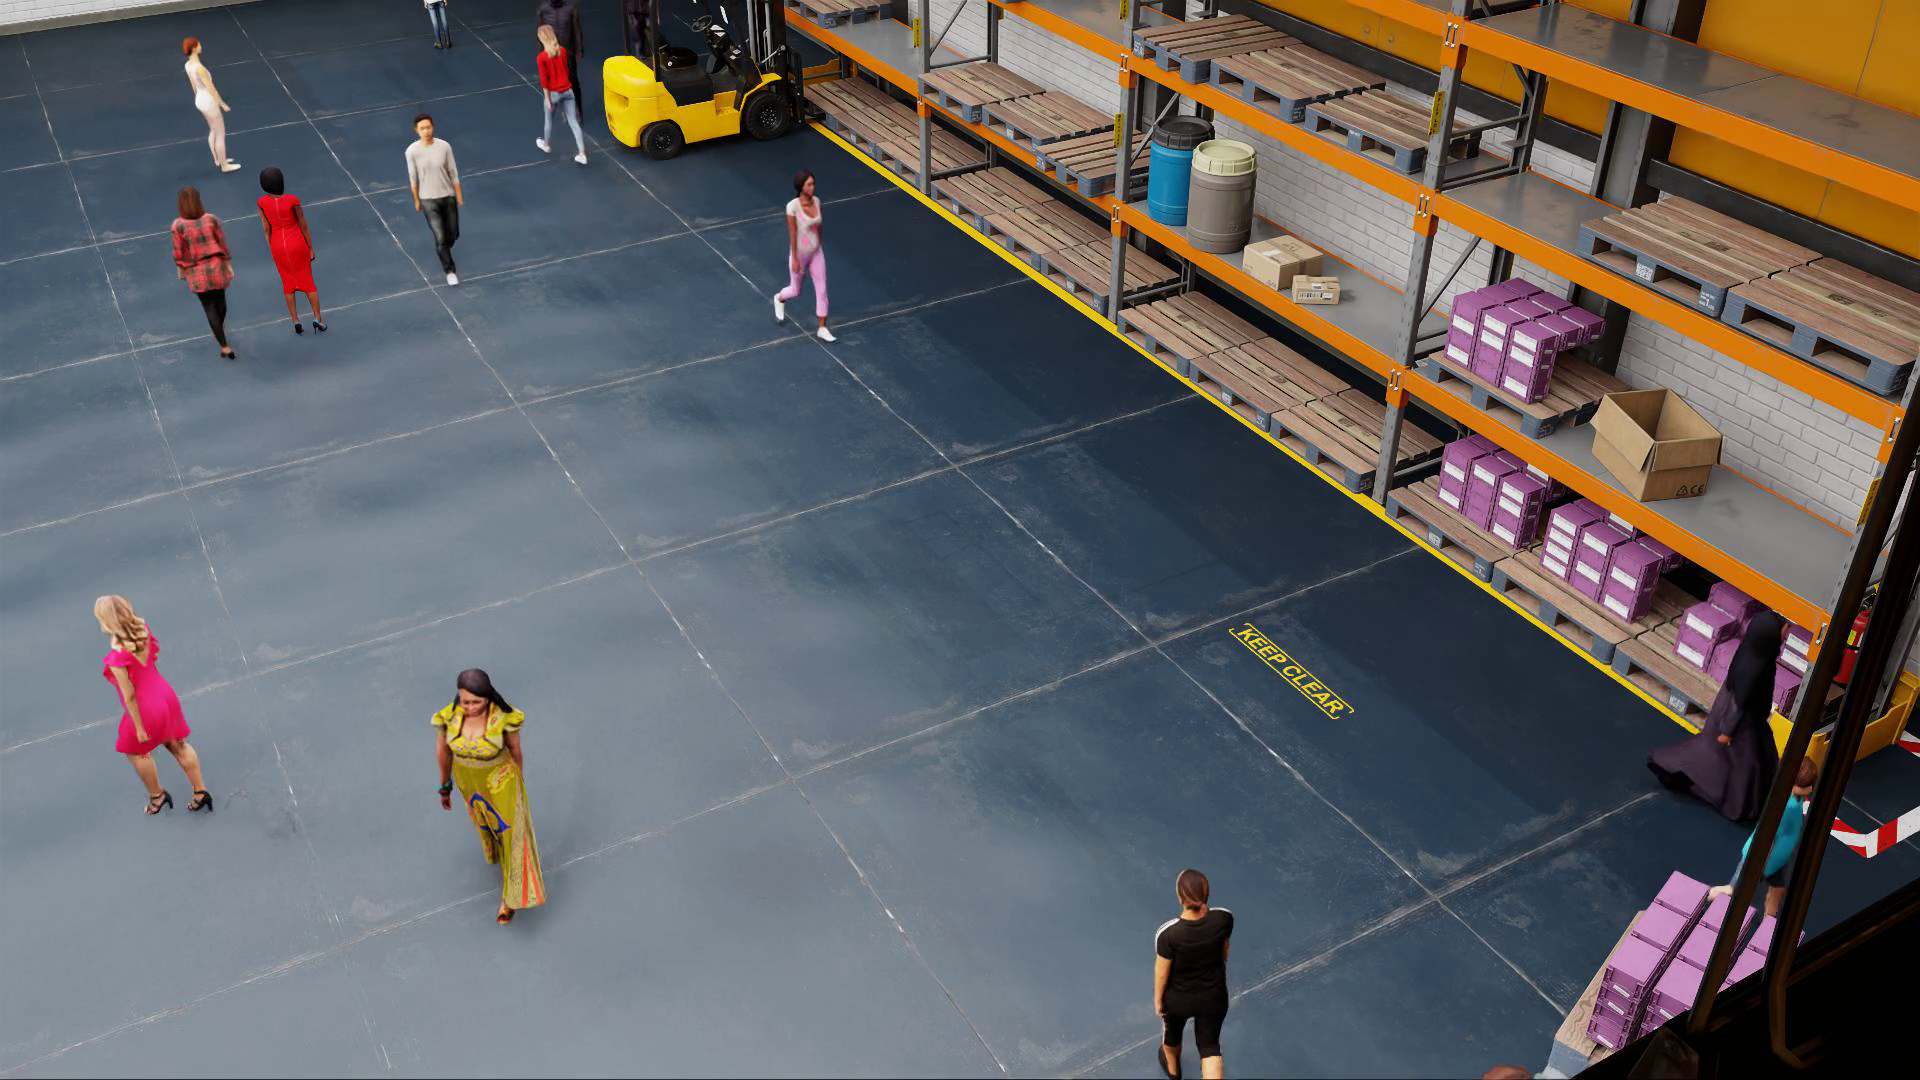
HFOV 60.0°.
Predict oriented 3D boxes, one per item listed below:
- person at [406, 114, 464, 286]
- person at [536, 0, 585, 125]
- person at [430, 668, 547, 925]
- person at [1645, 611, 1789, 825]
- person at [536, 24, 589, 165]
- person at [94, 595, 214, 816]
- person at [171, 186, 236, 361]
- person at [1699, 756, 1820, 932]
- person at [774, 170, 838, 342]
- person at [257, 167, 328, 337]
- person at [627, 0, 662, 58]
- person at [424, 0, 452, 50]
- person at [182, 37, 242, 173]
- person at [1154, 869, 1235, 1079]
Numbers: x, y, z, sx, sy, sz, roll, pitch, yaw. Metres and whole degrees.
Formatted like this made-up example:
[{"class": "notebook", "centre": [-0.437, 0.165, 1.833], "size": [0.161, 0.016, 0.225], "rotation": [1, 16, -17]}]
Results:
[{"class": "person", "centre": [-5.518, -3.630, 17.528], "size": [0.699, 1.793, 1.004], "rotation": [-14, 36, -20]}, {"class": "person", "centre": [-5.159, -6.341, 21.576], "size": [0.825, 1.826, 0.827], "rotation": [-1, 34, -1]}, {"class": "person", "centre": [-2.864, 1.417, 10.099], "size": [1.158, 1.611, 1.333], "rotation": [0, 34, 0]}, {"class": "person", "centre": [4.895, 1.086, 10.611], "size": [1.138, 1.597, 0.990], "rotation": [14, 36, 19]}, {"class": "person", "centre": [-4.836, -5.390, 20.304], "size": [0.832, 1.650, 1.202], "rotation": [-28, 43, -35]}, {"class": "person", "centre": [-5.039, 1.079, 10.517], "size": [0.816, 1.711, 0.758], "rotation": [5, 34, 7]}, {"class": "person", "centre": [-7.216, -2.529, 15.992], "size": [0.669, 1.660, 1.030], "rotation": [-22, 40, -30]}, {"class": "person", "centre": [4.643, 1.788, 9.712], "size": [1.008, 1.422, 0.764], "rotation": [22, 39, 29]}, {"class": "person", "centre": [-1.569, -2.804, 16.354], "size": [0.706, 1.718, 1.099], "rotation": [-26, 41, -33]}, {"class": "person", "centre": [-6.596, -2.841, 16.385], "size": [0.627, 1.744, 0.607], "rotation": [-5, 34, -8]}, {"class": "person", "centre": [-4.366, -7.267, 22.964], "size": [0.945, 1.832, 1.034], "rotation": [4, 34, 6]}, {"class": "person", "centre": [-7.681, -7.872, 24.341], "size": [0.481, 1.316, 0.481], "rotation": [-16, 37, -23]}, {"class": "person", "centre": [-9.114, -5.234, 20.080], "size": [0.565, 1.640, 0.695], "rotation": [29, 43, 36]}, {"class": "person", "centre": [1.228, 2.399, 8.592], "size": [0.815, 1.644, 1.062], "rotation": [-5, 34, -8]}]
